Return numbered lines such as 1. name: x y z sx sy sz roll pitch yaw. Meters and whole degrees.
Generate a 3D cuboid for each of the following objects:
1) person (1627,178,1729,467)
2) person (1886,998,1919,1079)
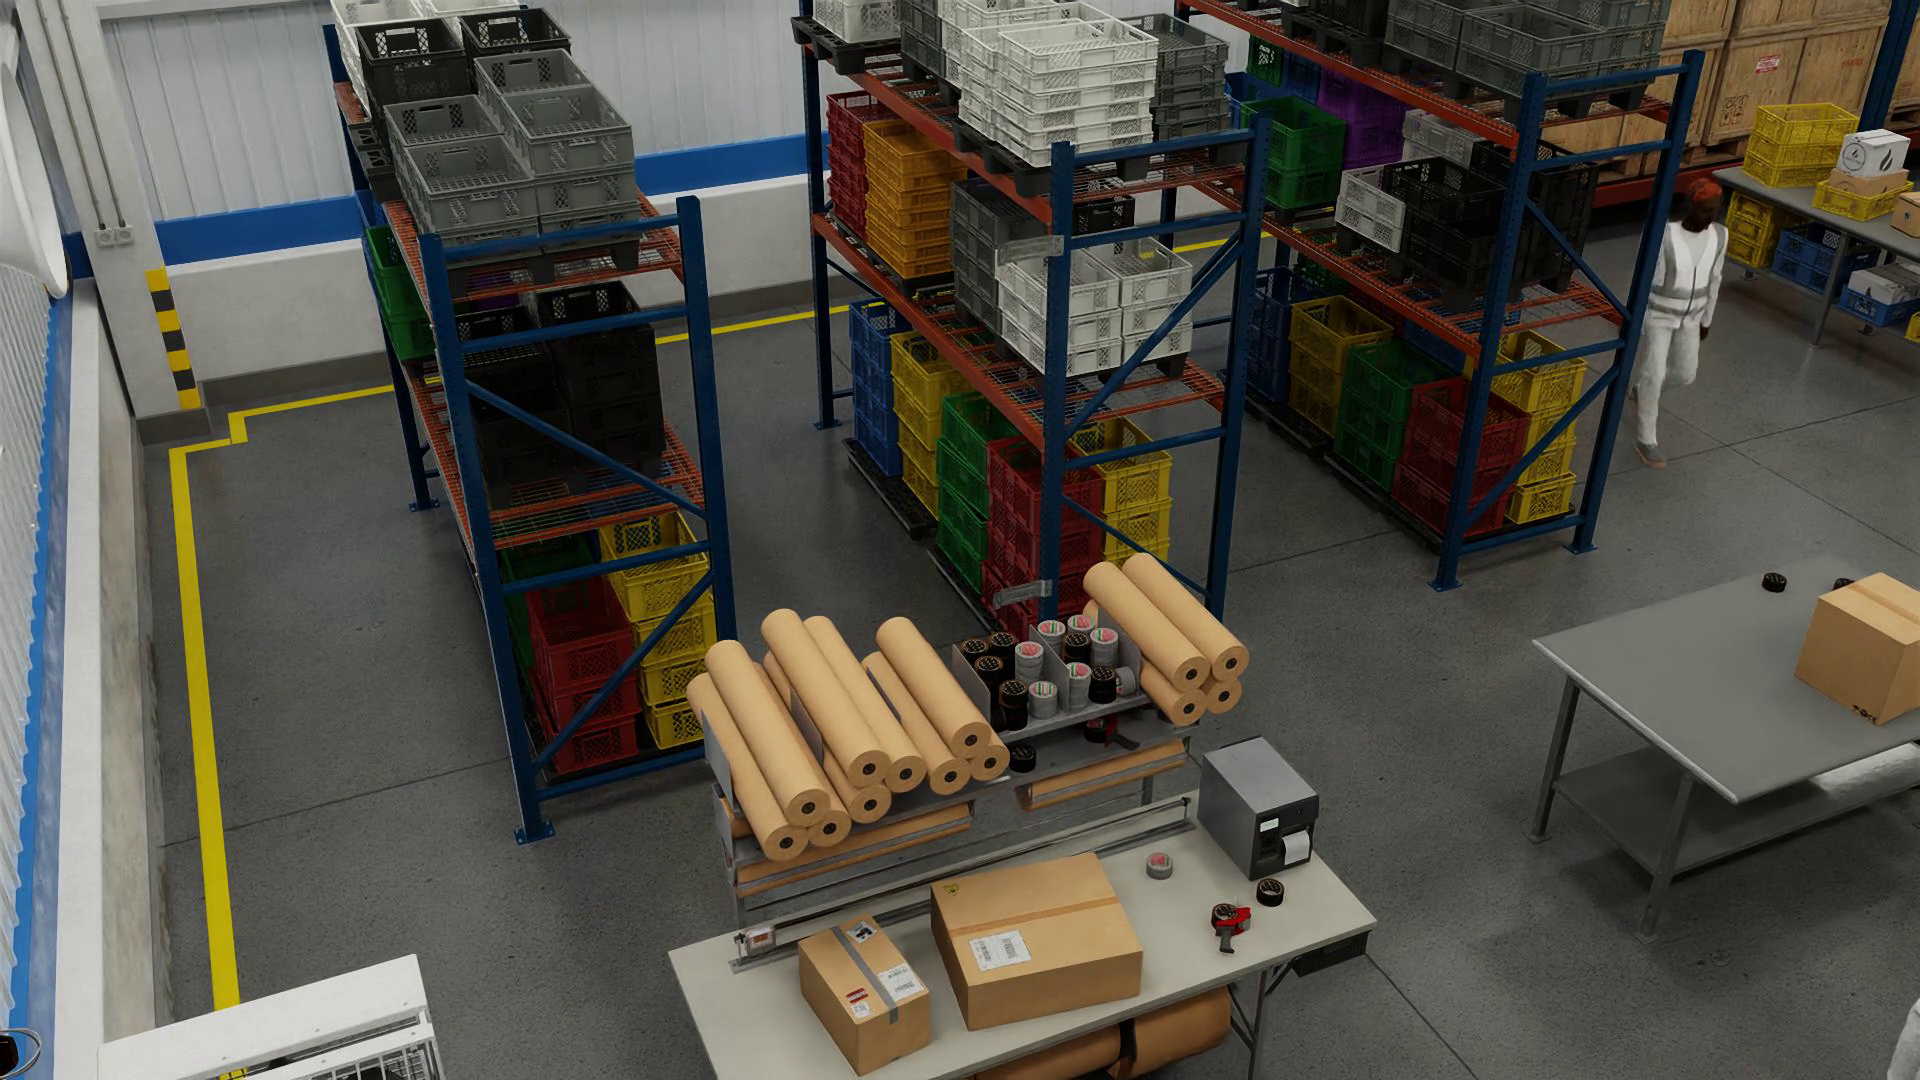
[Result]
1. person: 4.599 -1.433 10.757 0.599 1.867 0.660 -6 32 -9
2. person: 3.709 1.538 5.958 0.429 1.841 0.635 10 33 16
